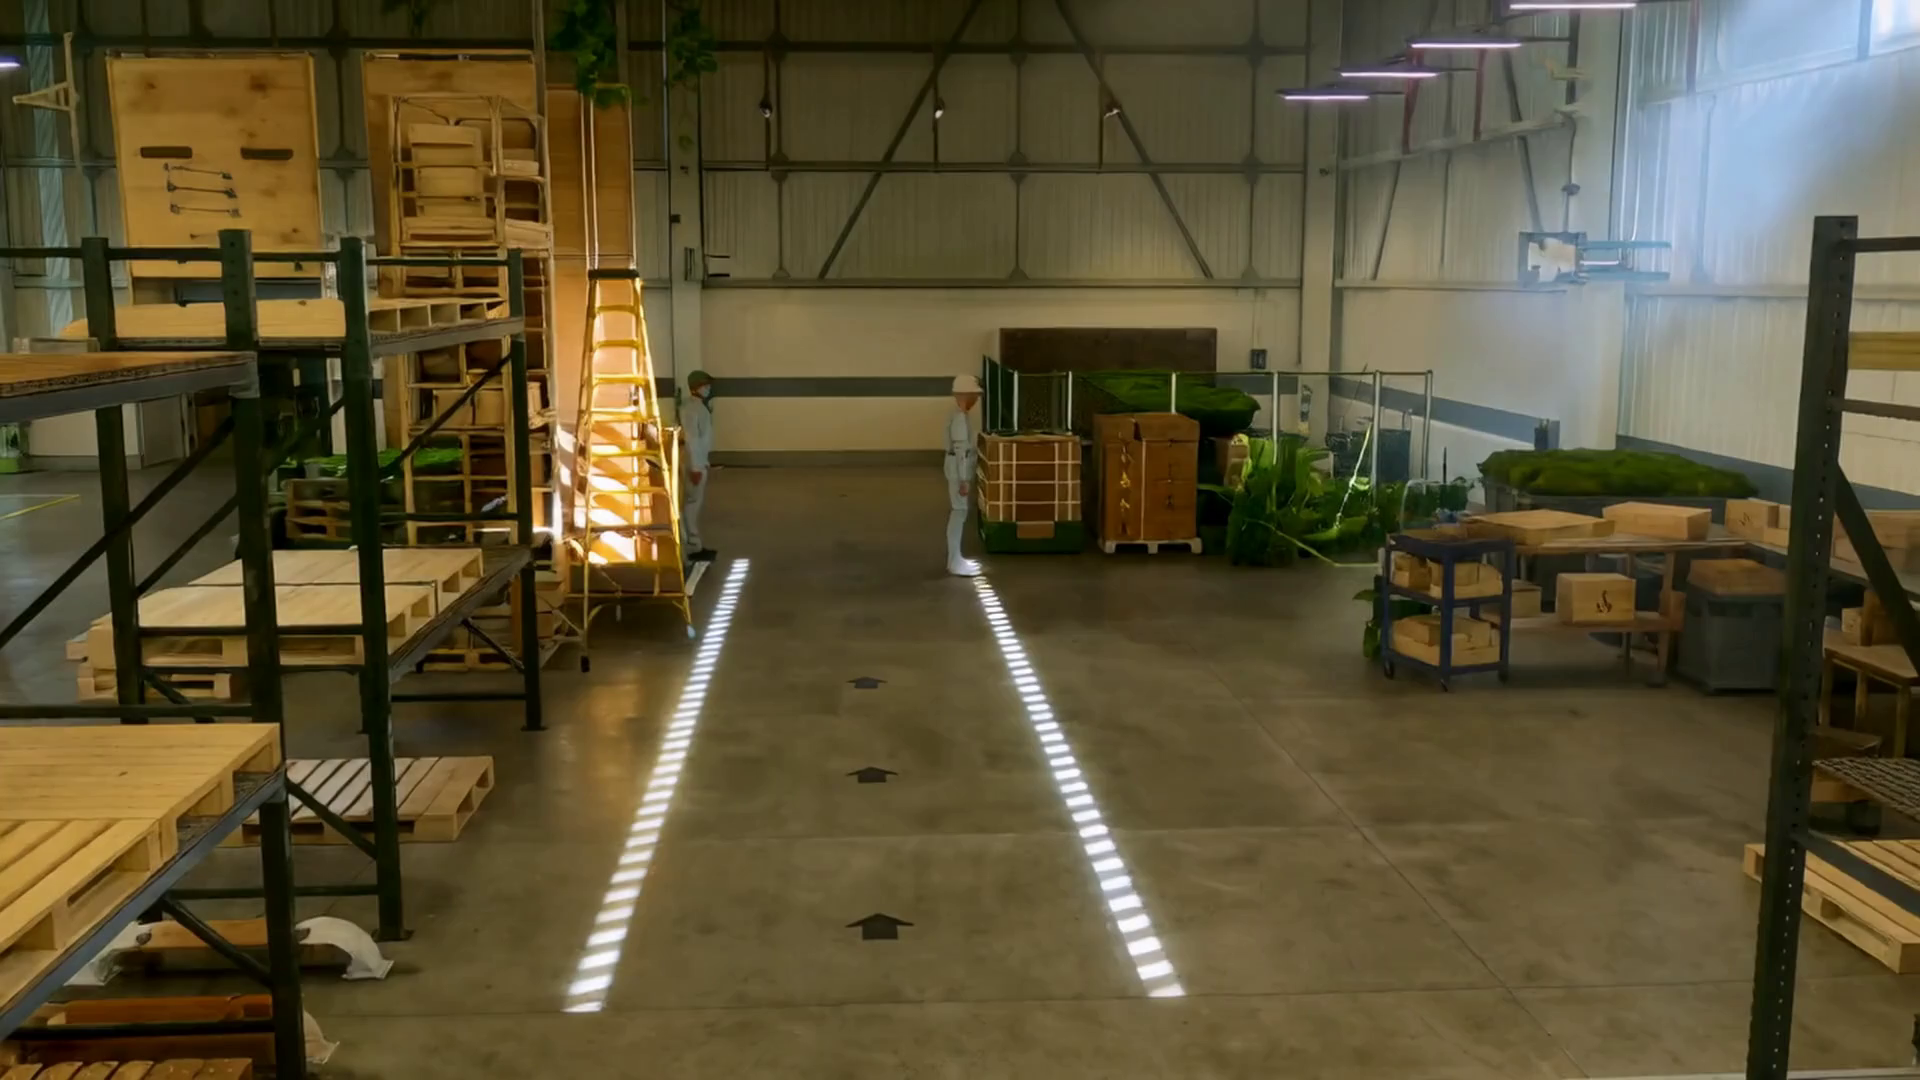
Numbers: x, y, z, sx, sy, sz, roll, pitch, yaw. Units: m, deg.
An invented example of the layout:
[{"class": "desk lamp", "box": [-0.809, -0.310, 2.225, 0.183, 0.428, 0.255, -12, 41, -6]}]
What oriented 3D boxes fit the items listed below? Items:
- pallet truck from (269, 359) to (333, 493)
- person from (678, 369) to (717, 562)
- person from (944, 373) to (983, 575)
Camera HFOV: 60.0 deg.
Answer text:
[{"class": "pallet truck", "box": [-7.062, -1.131, 18.996, 1.885, 1.965, 0.823, 2, 9, 13]}, {"class": "person", "box": [-2.659, -0.756, 16.836, 0.377, 1.936, 0.628, 0, 9, -2]}, {"class": "person", "box": [0.034, -0.638, 16.082, 0.372, 1.939, 0.544, 0, 9, -2]}]
